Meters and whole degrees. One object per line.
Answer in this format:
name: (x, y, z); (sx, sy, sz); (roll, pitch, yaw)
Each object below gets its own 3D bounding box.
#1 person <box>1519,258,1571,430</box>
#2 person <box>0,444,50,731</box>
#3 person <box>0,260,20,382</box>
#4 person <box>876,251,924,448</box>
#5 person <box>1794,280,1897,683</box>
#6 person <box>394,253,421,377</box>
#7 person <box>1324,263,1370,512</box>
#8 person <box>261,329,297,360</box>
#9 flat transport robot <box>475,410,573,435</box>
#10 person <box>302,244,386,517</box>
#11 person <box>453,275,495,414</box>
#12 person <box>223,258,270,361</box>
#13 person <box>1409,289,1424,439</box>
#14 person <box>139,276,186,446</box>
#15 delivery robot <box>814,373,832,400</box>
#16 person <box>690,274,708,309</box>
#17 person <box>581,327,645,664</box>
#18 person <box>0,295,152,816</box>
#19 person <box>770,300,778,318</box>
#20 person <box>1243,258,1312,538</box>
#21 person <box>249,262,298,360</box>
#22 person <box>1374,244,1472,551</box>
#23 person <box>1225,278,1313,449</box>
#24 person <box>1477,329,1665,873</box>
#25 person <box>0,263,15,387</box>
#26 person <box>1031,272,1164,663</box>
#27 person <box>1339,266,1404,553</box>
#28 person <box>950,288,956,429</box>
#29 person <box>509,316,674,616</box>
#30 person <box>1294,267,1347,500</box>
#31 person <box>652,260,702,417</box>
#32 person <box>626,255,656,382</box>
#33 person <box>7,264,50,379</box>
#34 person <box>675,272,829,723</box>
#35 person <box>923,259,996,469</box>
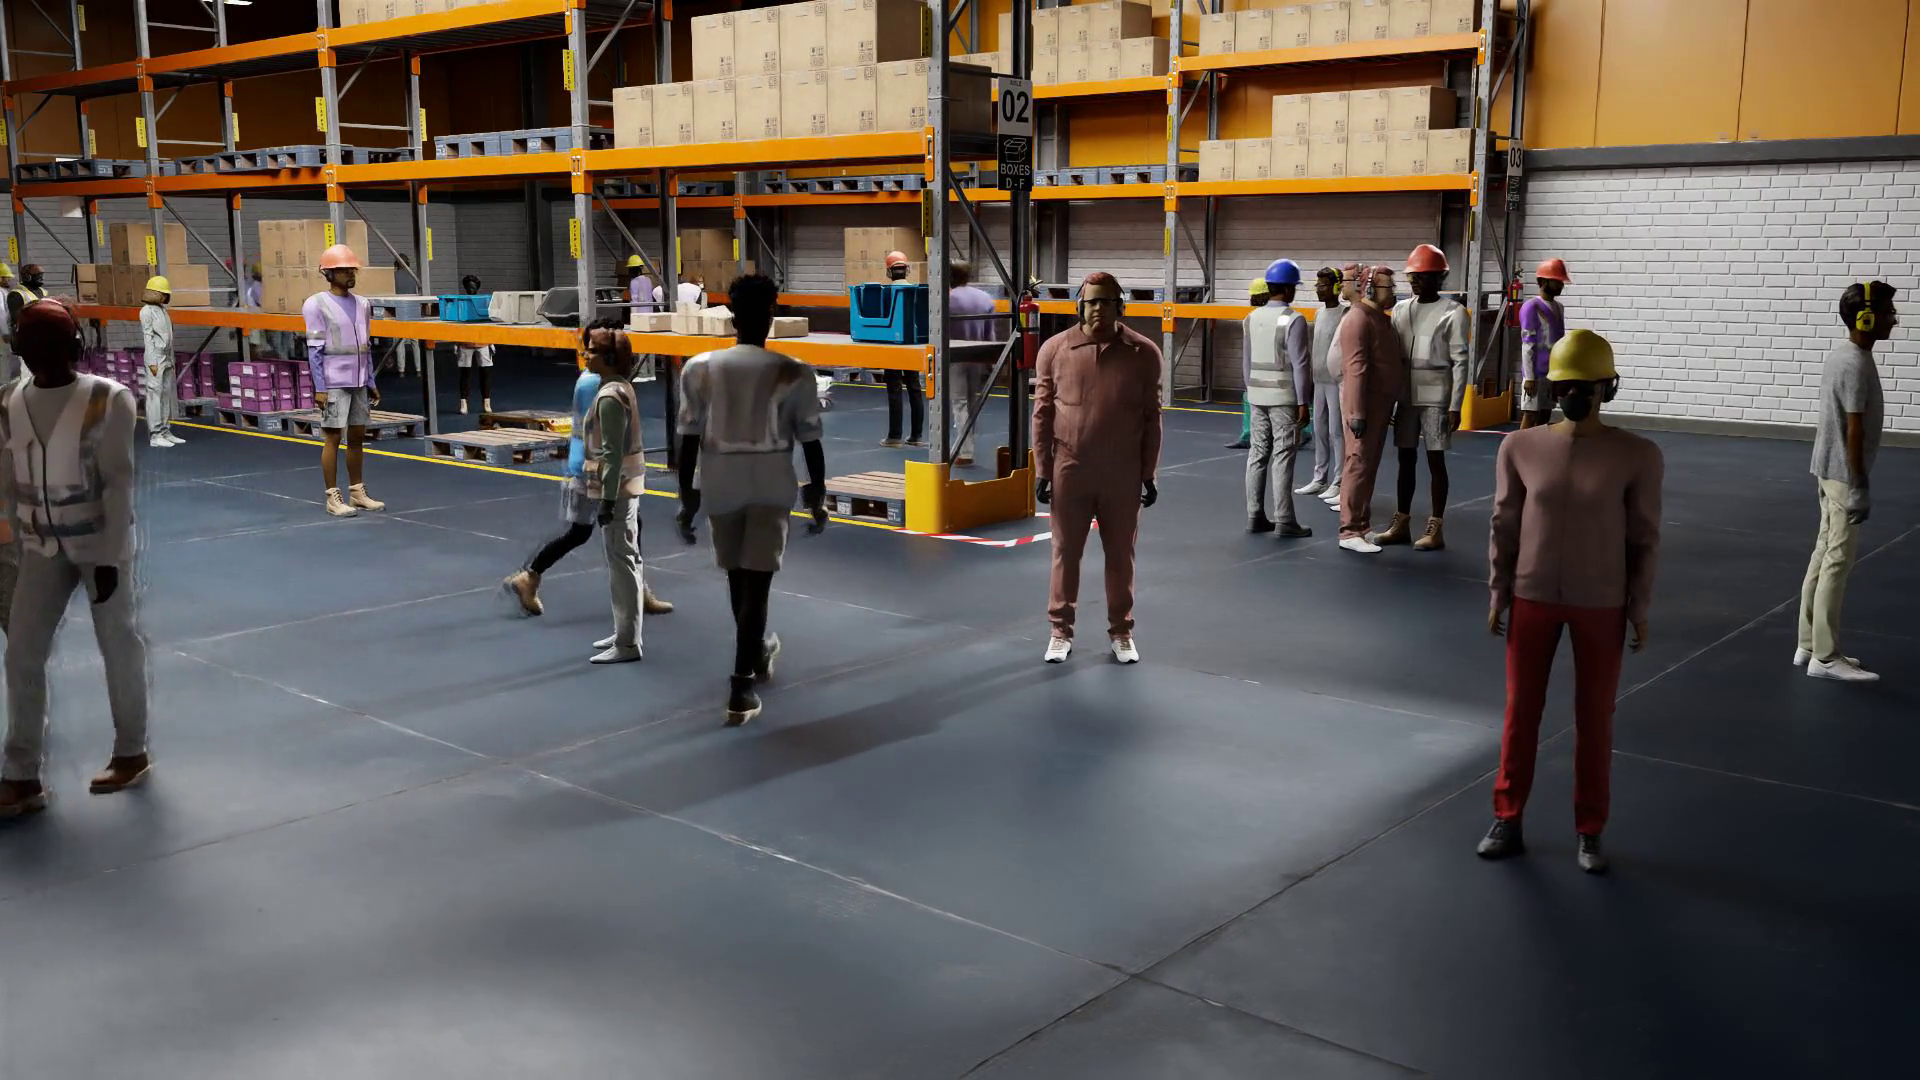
person: (5.004, -1.436, 14.248); (0.544, 1.939, 0.353); (-9, 13, -41)
person: (-4.016, 0.023, 6.793); (0.514, 1.640, 0.310); (-9, 13, -41)
person: (-14.276, -3.251, 24.773); (0.415, 1.890, 0.714); (-6, 12, -33)
person: (-0.617, -1.929, 16.920); (0.612, 1.986, 0.401); (-7, 12, -35)
person: (4.194, -0.277, 7.843); (0.327, 1.874, 0.517); (3, 10, 15)
person: (-8.731, -3.529, 26.164); (0.628, 1.940, 0.373); (-4, 11, -23)
person: (3.032, -1.171, 12.830); (0.407, 1.910, 0.640); (1, 10, 8)
person: (-10.247, -3.176, 25.109); (0.730, 1.606, 0.501); (9, 14, 43)
flat transport robot: (-4.563, -1.261, 17.996); (1.431, 0.197, 0.652); (8, 13, 40)
person: (-4.653, -1.203, 12.612); (0.370, 2.048, 0.608); (4, 11, 24)
person: (-5.935, -2.378, 20.299); (0.530, 1.697, 0.321); (-3, 10, -18)
person: (-10.017, -3.019, 23.427); (0.654, 1.881, 0.415); (5, 11, 25)
person: (4.955, -2.081, 17.758); (0.375, 1.995, 0.611); (1, 10, 4)
person: (-8.191, -1.830, 17.071); (0.309, 1.735, 0.484); (-1, 10, -4)
delivery robot: (-1.949, -1.916, 20.638); (0.707, 0.478, 0.477); (1, 10, 4)
person: (-4.076, -3.315, 25.846); (0.281, 1.626, 0.499); (5, 11, 28)
person: (-1.694, -0.221, 8.165); (0.307, 1.645, 0.520); (-1, 10, -7)
person: (-3.231, 0.070, 5.942); (0.567, 1.850, 0.834); (1, 10, 4)
person: (-1.764, -1.437, 15.124); (0.511, 1.634, 0.311); (-6, 11, -29)
person: (2.227, -0.988, 11.667); (0.384, 1.949, 0.605); (-6, 12, -32)
person: (-11.457, -3.698, 27.516); (0.865, 1.802, 0.600); (-5, 11, -26)
person: (3.101, -0.948, 11.168); (0.389, 2.045, 0.606); (-8, 13, -38)
person: (3.133, -1.756, 16.653); (0.816, 1.730, 0.521); (0, 10, -1)
person: (1.981, 0.202, 5.410); (0.526, 1.768, 0.331); (5, 11, 28)
person: (-13.308, -2.931, 23.115); (0.432, 1.816, 0.616); (-6, 11, -29)
person: (0.669, -0.344, 8.119); (0.643, 1.909, 0.410); (0, 10, 1)
person: (2.765, -0.877, 11.160); (0.406, 1.904, 0.654); (5, 11, 27)
person: (-0.151, -2.067, 18.736); (0.512, 1.622, 0.294); (3, 10, 17)
person: (-2.049, -0.393, 9.088); (0.823, 1.665, 0.523); (1, 10, 6)
person: (2.979, -1.262, 13.454); (0.313, 1.869, 0.539); (-5, 11, -24)
person: (-3.363, -2.404, 19.861); (0.582, 1.911, 0.392); (-2, 10, -10)
person: (-4.851, -3.346, 25.194); (0.398, 1.919, 0.592); (3, 10, 17)
person: (-11.094, -2.390, 19.986); (0.428, 1.836, 0.626); (2, 10, 11)
person: (-0.899, -0.217, 7.375); (0.626, 1.906, 0.998); (2, 10, 8)
person: (-0.044, -1.630, 15.405); (0.657, 1.919, 0.729); (-5, 11, -28)
